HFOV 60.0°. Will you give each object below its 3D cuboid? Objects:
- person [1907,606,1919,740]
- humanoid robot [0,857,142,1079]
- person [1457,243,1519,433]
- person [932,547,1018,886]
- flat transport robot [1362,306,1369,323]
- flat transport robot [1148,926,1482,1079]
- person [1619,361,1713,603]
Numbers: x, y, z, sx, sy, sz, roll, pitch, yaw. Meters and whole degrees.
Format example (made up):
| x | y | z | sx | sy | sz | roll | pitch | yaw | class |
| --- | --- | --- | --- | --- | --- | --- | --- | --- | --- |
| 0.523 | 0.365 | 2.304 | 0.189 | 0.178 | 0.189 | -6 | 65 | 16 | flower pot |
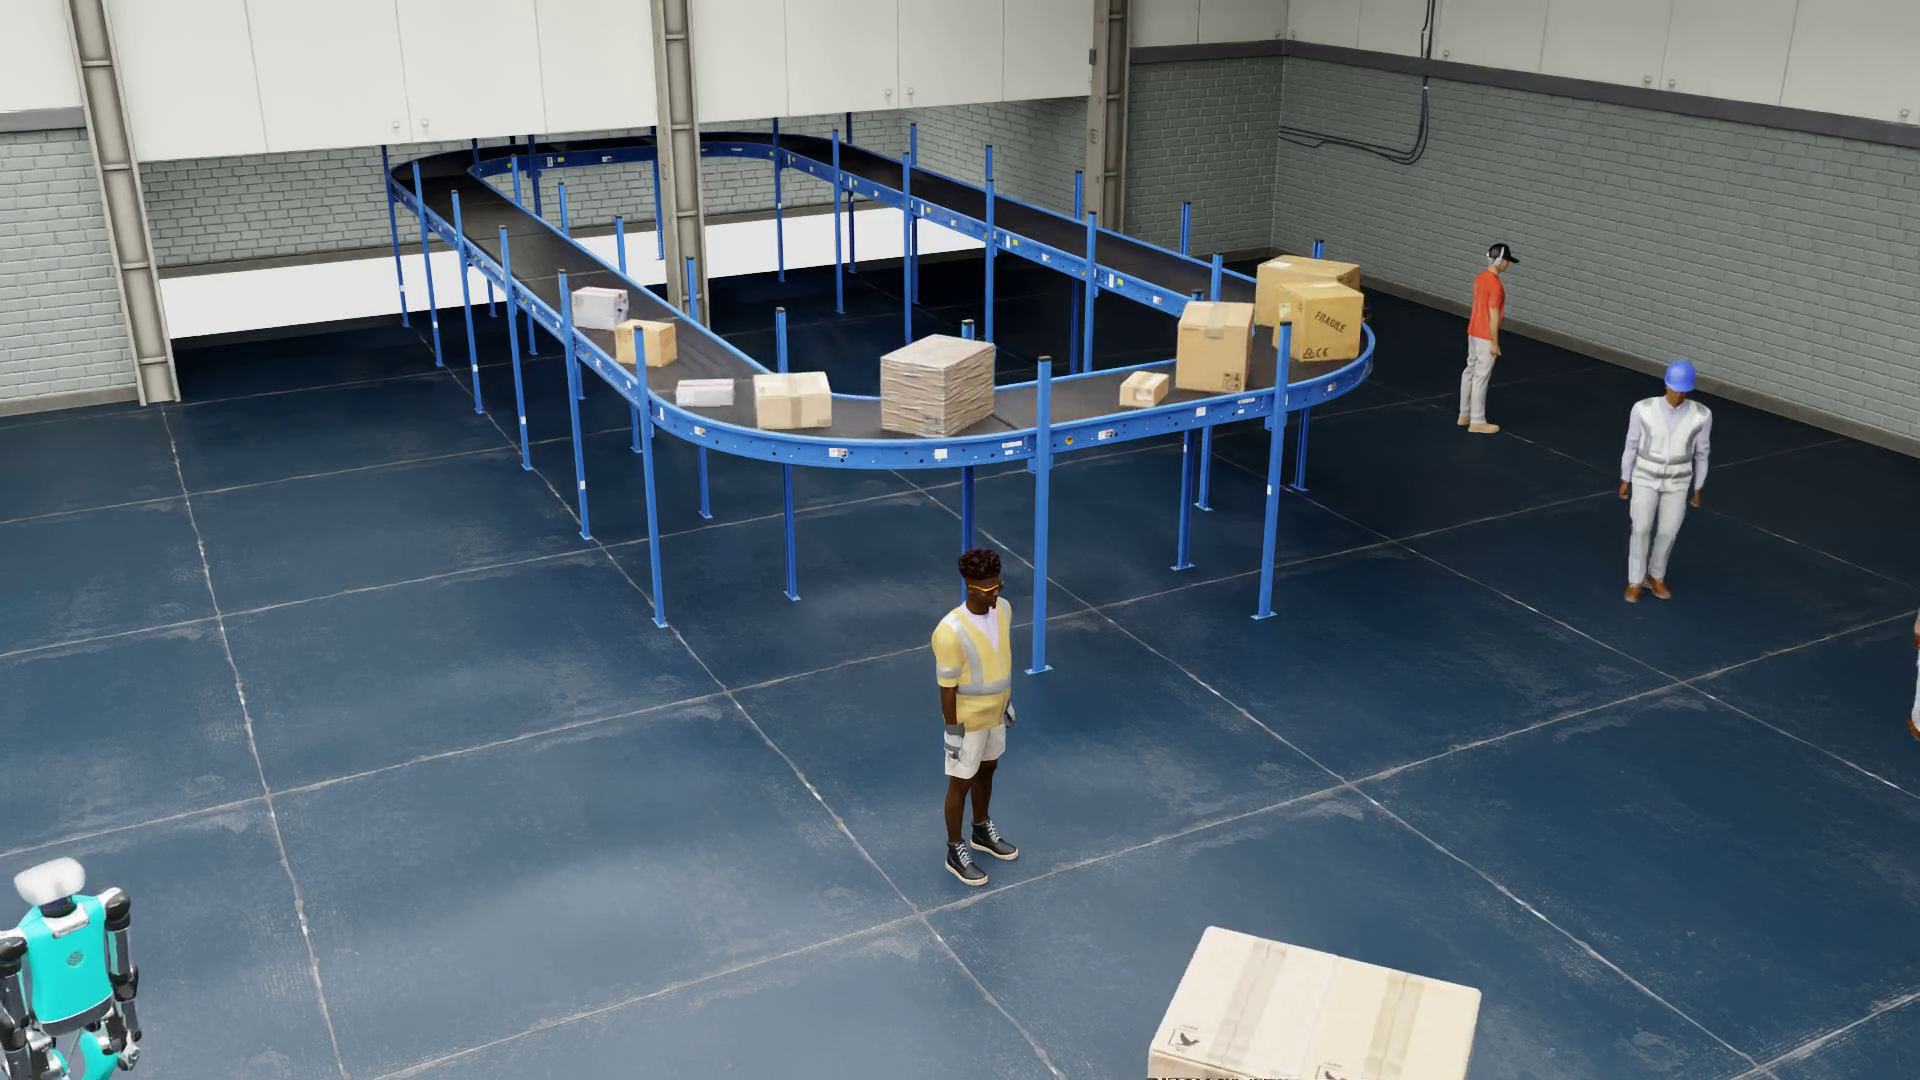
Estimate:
| x | y | z | sx | sy | sz | roll | pitch | yaw | class |
| --- | --- | --- | --- | --- | --- | --- | --- | --- | --- |
| 6.310 | 0.607 | 10.539 | 0.476 | 1.628 | 0.623 | 7 | 23 | 17 | person |
| -3.751 | 2.046 | 6.919 | 1.043 | 1.756 | 0.559 | 17 | 28 | 36 | humanoid robot |
| 5.316 | -2.036 | 16.729 | 0.420 | 1.906 | 0.475 | -2 | 22 | -5 | person |
| 0.104 | 0.956 | 9.252 | 0.368 | 1.965 | 0.605 | 15 | 26 | 33 | person |
| 4.348 | -2.837 | 20.888 | 1.431 | 0.231 | 0.659 | 11 | 25 | 26 | flat transport robot |
| 1.539 | 2.644 | 7.339 | 0.659 | 0.231 | 1.431 | 9 | 24 | 21 | flat transport robot |
| 5.393 | -0.452 | 12.777 | 0.612 | 1.936 | 0.420 | 7 | 23 | 16 | person |
